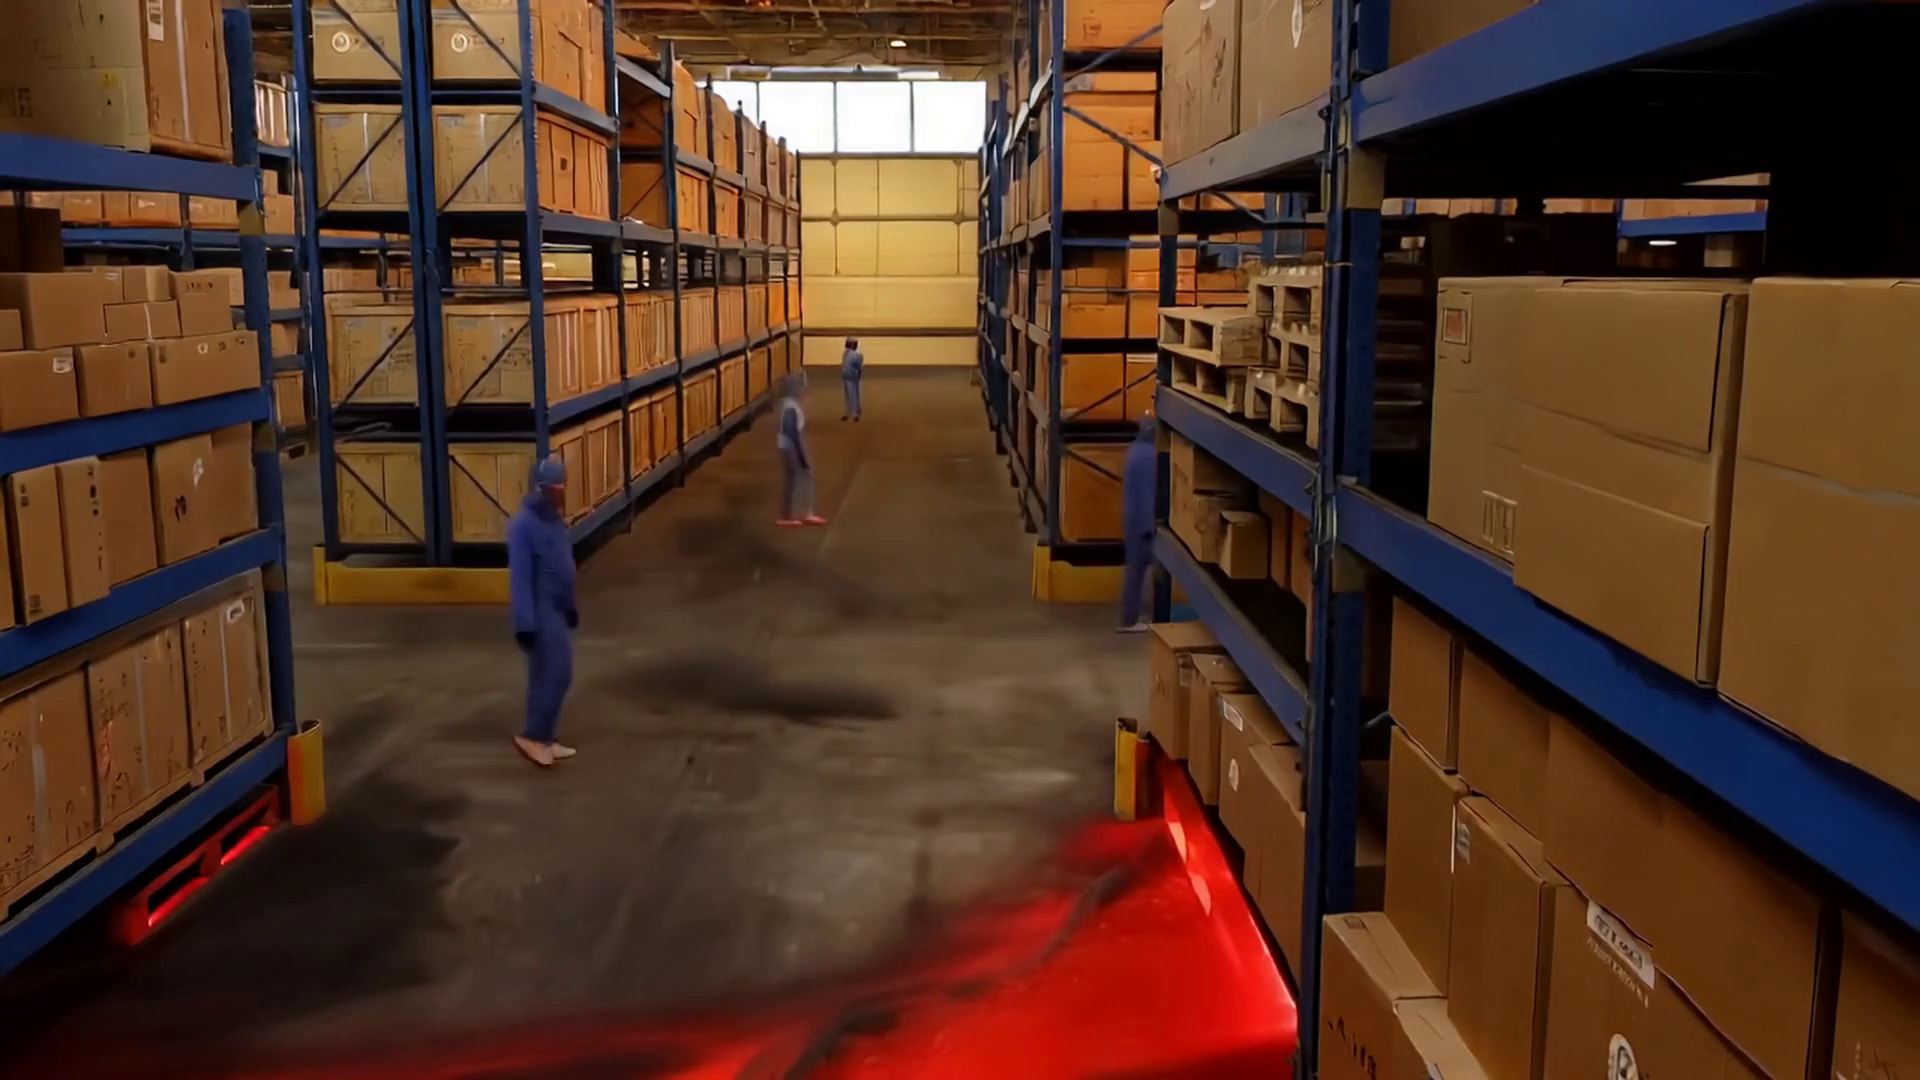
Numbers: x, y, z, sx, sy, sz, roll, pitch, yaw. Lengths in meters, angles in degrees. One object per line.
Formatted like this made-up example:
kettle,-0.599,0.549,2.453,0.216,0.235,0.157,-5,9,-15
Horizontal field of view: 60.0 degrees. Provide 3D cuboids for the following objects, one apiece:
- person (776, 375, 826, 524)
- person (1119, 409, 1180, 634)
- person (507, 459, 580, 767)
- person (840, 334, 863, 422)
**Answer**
person,-1.880,-1.047,19.607,0.657,1.795,0.663,3,10,17
person,1.647,-0.147,13.789,0.719,1.880,0.687,-2,10,-14
person,-2.521,0.444,10.176,0.432,1.893,0.663,-1,9,-3
person,-2.152,-3.213,33.029,0.486,1.746,0.290,6,11,33
